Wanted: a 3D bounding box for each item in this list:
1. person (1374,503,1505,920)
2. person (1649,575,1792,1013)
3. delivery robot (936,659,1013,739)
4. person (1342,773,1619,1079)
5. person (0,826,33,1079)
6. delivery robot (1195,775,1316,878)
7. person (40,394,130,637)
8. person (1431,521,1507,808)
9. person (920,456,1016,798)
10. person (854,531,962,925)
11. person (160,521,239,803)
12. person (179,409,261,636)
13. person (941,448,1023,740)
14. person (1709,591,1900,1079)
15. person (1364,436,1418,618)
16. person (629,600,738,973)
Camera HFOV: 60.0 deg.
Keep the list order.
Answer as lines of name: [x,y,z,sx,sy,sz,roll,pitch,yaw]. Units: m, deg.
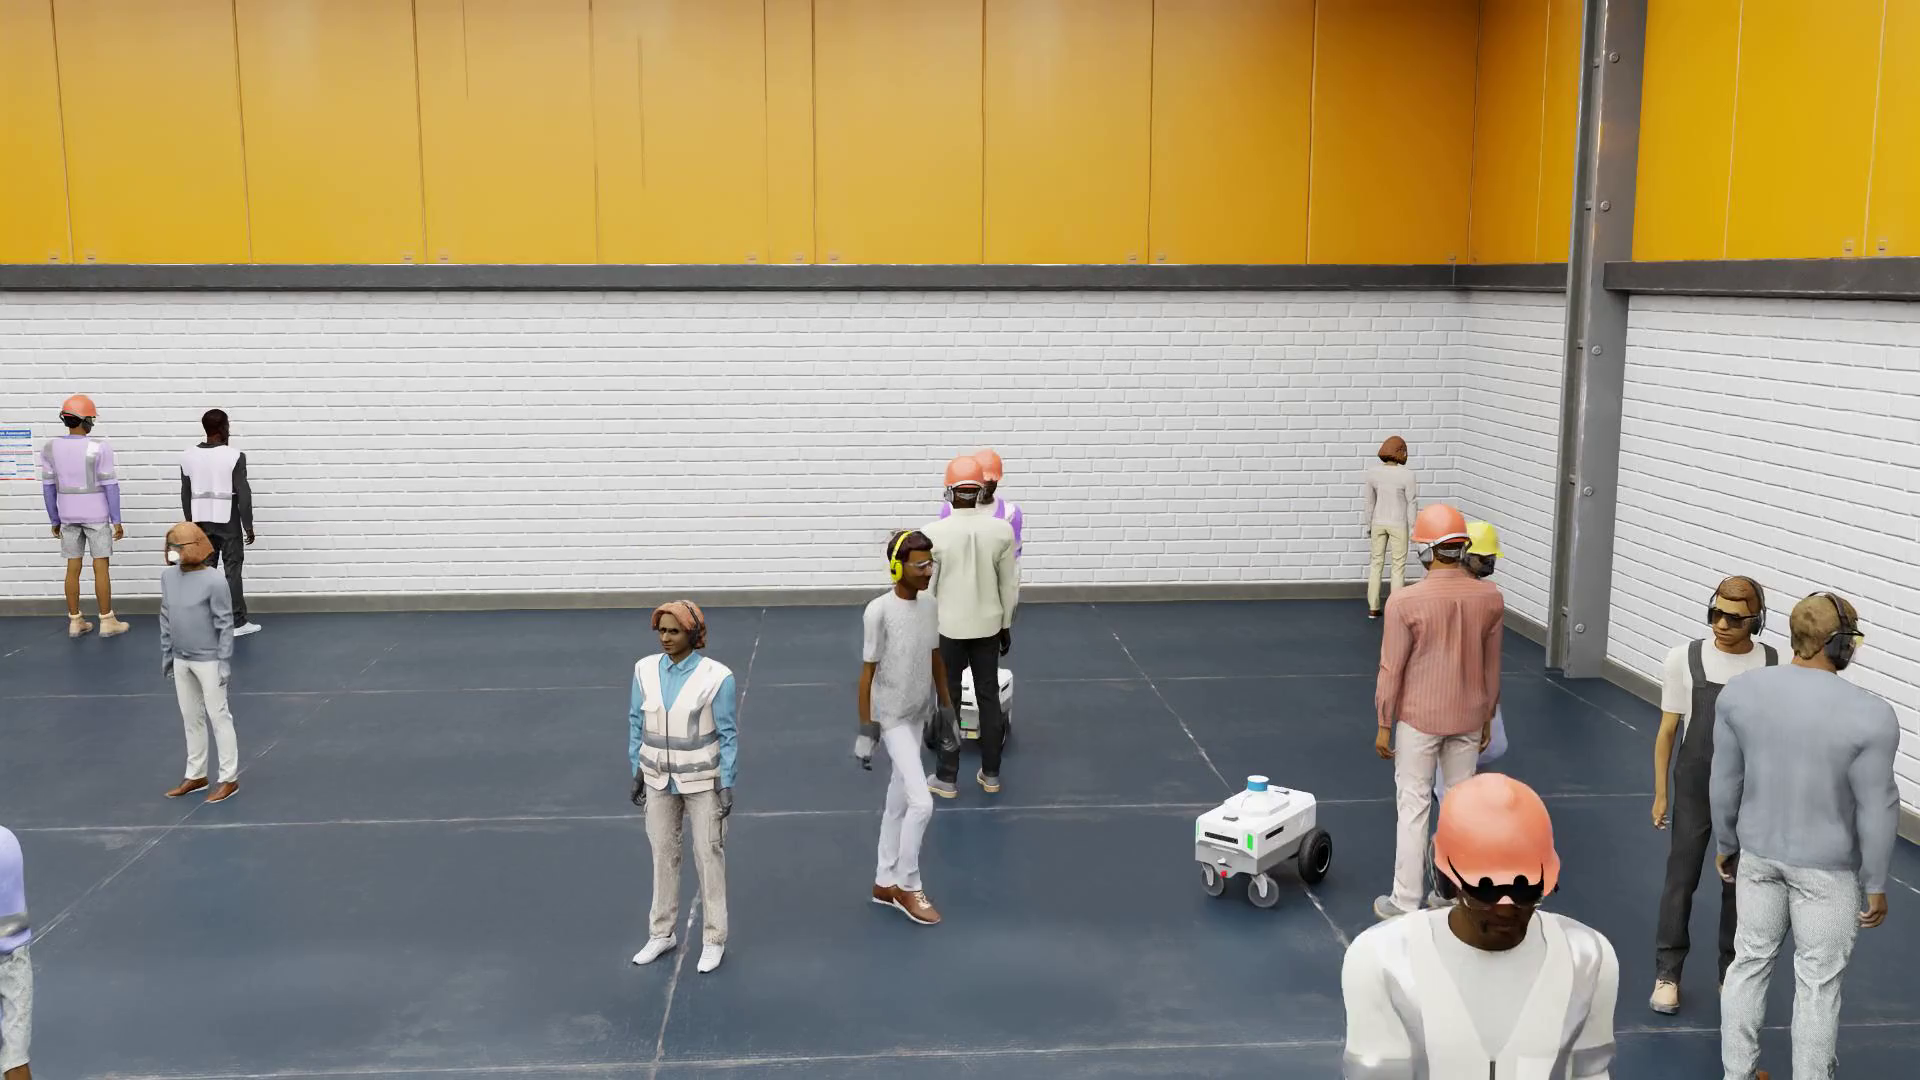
person: [2.211,0.821,7.740,0.615,1.987,0.407,-2,9,-14]
person: [3.102,1.044,6.782,0.514,1.841,0.326,3,9,17]
delivery robot: [0.100,1.002,10.782,0.477,0.478,0.707,3,9,17]
person: [1.109,1.473,3.542,0.602,2.011,0.722,1,9,5]
person: [-2.779,1.367,4.456,0.543,1.939,0.360,-2,9,-12]
delivery robot: [1.465,1.410,8.220,0.477,0.478,0.707,7,11,38]
person: [-7.331,-0.199,13.959,0.615,2.042,0.375,0,9,2]
person: [2.678,0.764,8.810,0.536,1.753,0.373,-6,11,-34]
person: [0.027,0.505,9.689,0.613,1.994,0.381,-3,10,-20]
person: [-0.190,0.873,7.827,0.620,1.848,0.550,6,11,32]
person: [-4.404,0.699,9.603,0.507,1.632,0.266,4,10,23]
person: [-6.239,-0.140,13.987,0.595,1.915,0.371,1,9,8]
person: [0.139,0.332,10.988,0.551,1.921,0.592,0,9,1]
person: [2.970,1.138,5.892,0.351,1.936,0.635,-7,11,-37]
person: [3.791,-0.103,14.633,0.498,1.633,0.278,8,12,42]
person: [-1.209,1.066,7.273,0.514,1.642,0.310,3,10,19]
